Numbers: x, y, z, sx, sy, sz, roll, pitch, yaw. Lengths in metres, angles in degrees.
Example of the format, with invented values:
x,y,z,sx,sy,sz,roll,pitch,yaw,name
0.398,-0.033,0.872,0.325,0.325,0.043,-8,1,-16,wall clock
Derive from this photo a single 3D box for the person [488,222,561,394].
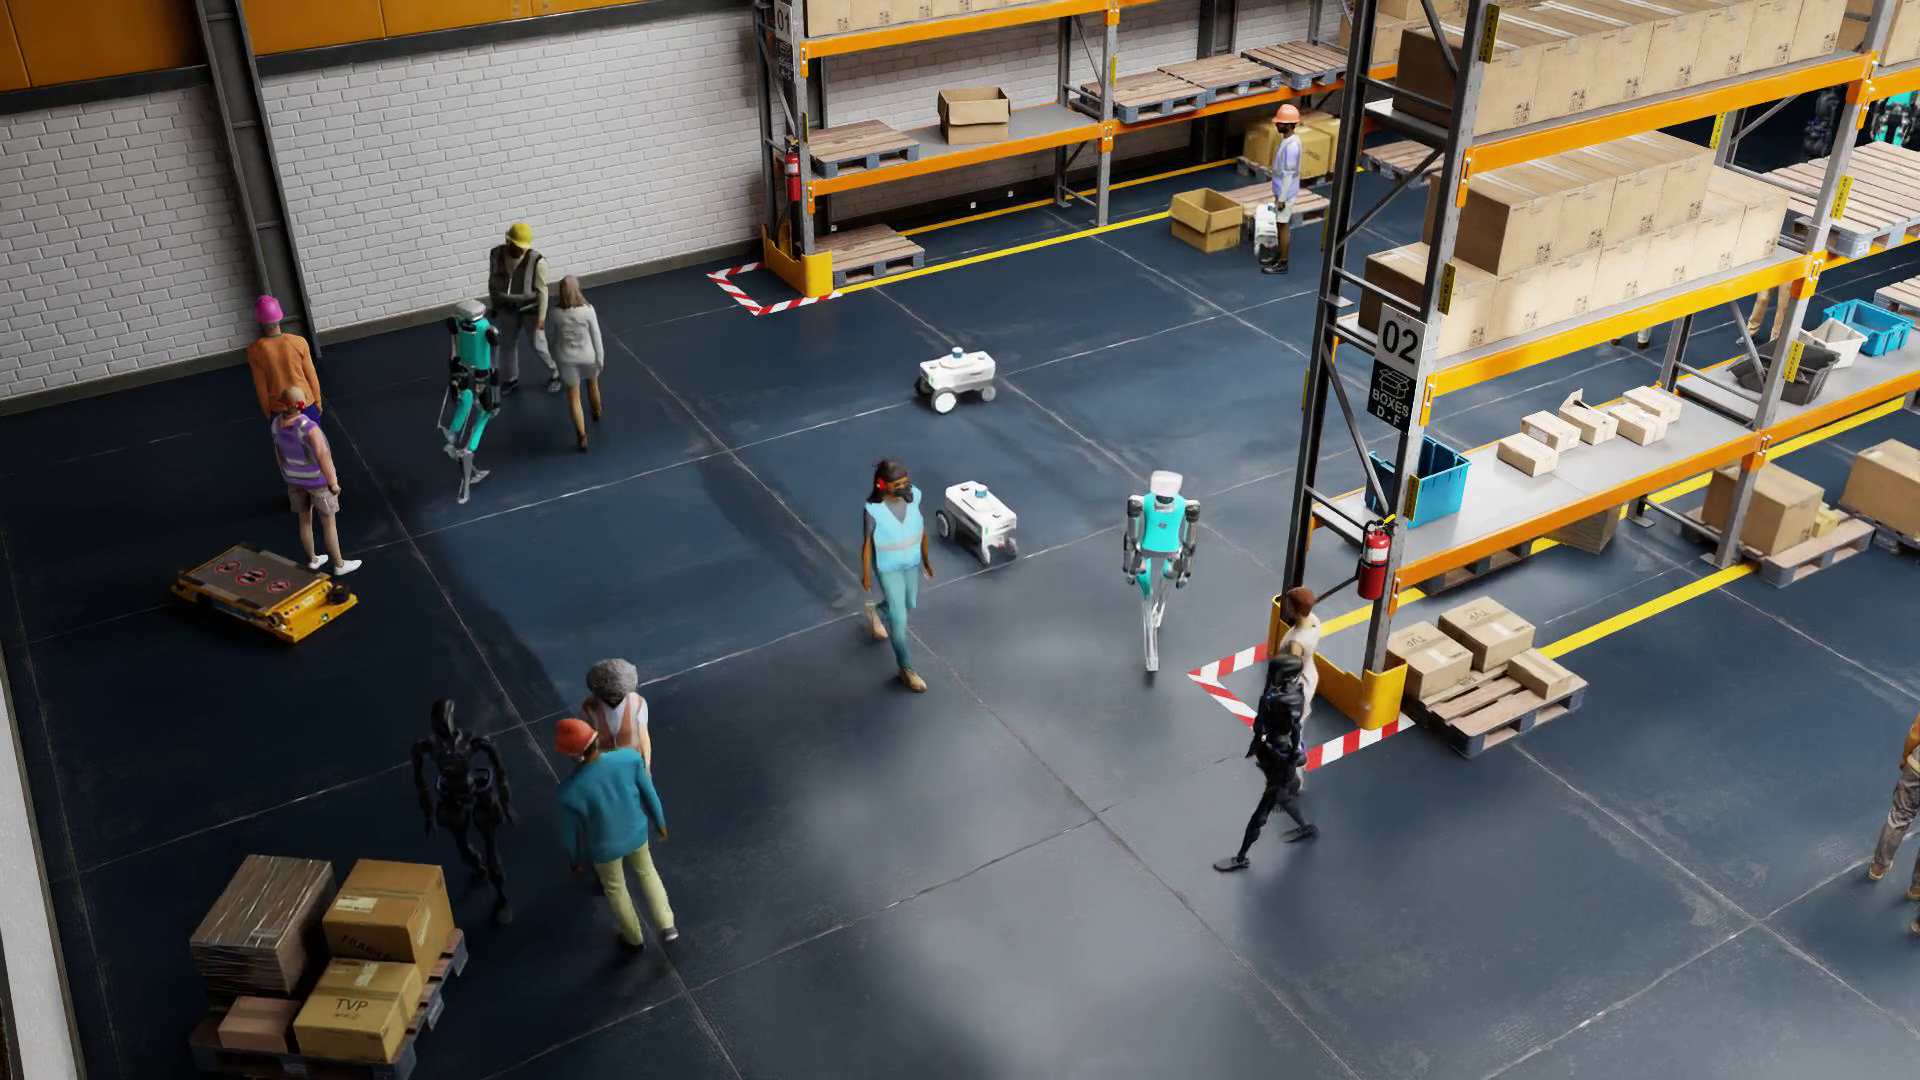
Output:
x,y,z,sx,sy,sz,roll,pitch,yaw,name
-4.301,-2.268,16.295,0.626,1.789,0.406,8,33,13,person

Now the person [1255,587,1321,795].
x,y,z,sx,sy,sz,roll,pitch,yaw,name
2.169,0.995,11.193,0.519,1.640,0.465,14,35,22,person

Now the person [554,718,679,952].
x,y,z,sx,sy,sz,roll,pitch,yaw,name
-2.058,1.779,9.888,0.601,1.707,0.581,-23,39,-32,person

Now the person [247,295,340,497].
x,y,z,sx,sy,sz,roll,pitch,yaw,name
-5.768,-1.179,14.350,0.507,1.988,0.373,-14,35,-21,person

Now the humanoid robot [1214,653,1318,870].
x,y,z,sx,sy,sz,roll,pitch,yaw,name
2.023,1.385,10.594,0.781,1.624,0.589,-7,33,-11,humanoid robot

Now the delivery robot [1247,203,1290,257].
x,y,z,sx,sy,sz,roll,pitch,yaw,name
3.672,-3.709,19.718,0.499,0.582,0.773,5,32,7,delivery robot

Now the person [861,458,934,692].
x,y,z,sx,sy,sz,roll,pitch,yaw,name
-0.500,0.171,12.338,0.509,1.843,0.837,-21,38,-30,person

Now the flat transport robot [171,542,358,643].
x,y,z,sx,sy,sz,roll,pitch,yaw,name
-5.637,0.406,13.437,1.431,0.231,0.659,17,36,25,flat transport robot

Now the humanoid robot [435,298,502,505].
x,y,z,sx,sy,sz,roll,pitch,yaw,name
-4.361,-1.125,14.598,0.565,1.895,0.781,15,35,22,humanoid robot

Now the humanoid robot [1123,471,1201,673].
x,y,z,sx,sy,sz,roll,pitch,yaw,name
1.501,0.095,12.589,0.539,1.722,1.056,4,32,6,humanoid robot

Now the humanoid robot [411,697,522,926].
x,y,z,sx,sy,sz,roll,pitch,yaw,name
-3.004,1.617,10.210,0.602,1.648,0.598,-2,32,-3,humanoid robot

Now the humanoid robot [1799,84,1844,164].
x,y,z,sx,sy,sz,roll,pitch,yaw,name
10.706,-5.043,20.854,0.721,1.650,0.596,4,32,7,humanoid robot

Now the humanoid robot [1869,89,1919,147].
x,y,z,sx,sy,sz,roll,pitch,yaw,name
11.638,-5.044,20.813,0.535,1.850,0.828,16,35,24,humanoid robot

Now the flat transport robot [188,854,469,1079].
x,y,z,sx,sy,sz,roll,pitch,yaw,name
-3.588,2.824,9.580,0.659,0.231,1.431,4,32,6,flat transport robot

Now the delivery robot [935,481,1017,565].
x,y,z,sx,sy,sz,roll,pitch,yaw,name
0.176,-0.190,14.109,0.499,0.586,0.765,-18,36,-26,delivery robot

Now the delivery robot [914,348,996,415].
x,y,z,sx,sy,sz,roll,pitch,yaw,name
-0.054,-1.588,16.366,0.796,0.614,0.499,-13,34,-19,delivery robot

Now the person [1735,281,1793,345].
x,y,z,sx,sy,sz,roll,pitch,yaw,name
8.456,-2.777,17.113,0.324,1.752,0.561,-26,41,-35,person

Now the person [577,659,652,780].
x,y,z,sx,sy,sz,roll,pitch,yaw,name
-2.163,1.443,10.464,0.488,1.648,0.703,-11,34,-17,person

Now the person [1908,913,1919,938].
x,y,z,sx,sy,sz,roll,pitch,yaw,name
6.381,1.707,9.938,1.004,1.773,0.533,2,32,3,person

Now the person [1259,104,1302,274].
x,y,z,sx,sy,sz,roll,pitch,yaw,name
3.649,-3.978,18.872,0.376,1.933,0.542,3,32,4,person

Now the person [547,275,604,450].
x,y,z,sx,sy,sz,roll,pitch,yaw,name
-3.582,-1.719,15.545,0.504,1.610,0.869,-7,33,-10,person

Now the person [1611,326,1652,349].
x,y,z,sx,sy,sz,roll,pitch,yaw,name
7.079,-2.860,17.136,0.554,1.877,0.409,12,34,19,person

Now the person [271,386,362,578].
x,y,z,sx,sy,sz,roll,pitch,yaw,name
-5.271,-0.472,13.494,0.493,1.692,0.341,10,33,15,person

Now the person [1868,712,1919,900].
x,y,z,sx,sy,sz,roll,pitch,yaw,name
6.086,1.456,10.342,0.323,1.776,0.466,-23,39,-32,person
